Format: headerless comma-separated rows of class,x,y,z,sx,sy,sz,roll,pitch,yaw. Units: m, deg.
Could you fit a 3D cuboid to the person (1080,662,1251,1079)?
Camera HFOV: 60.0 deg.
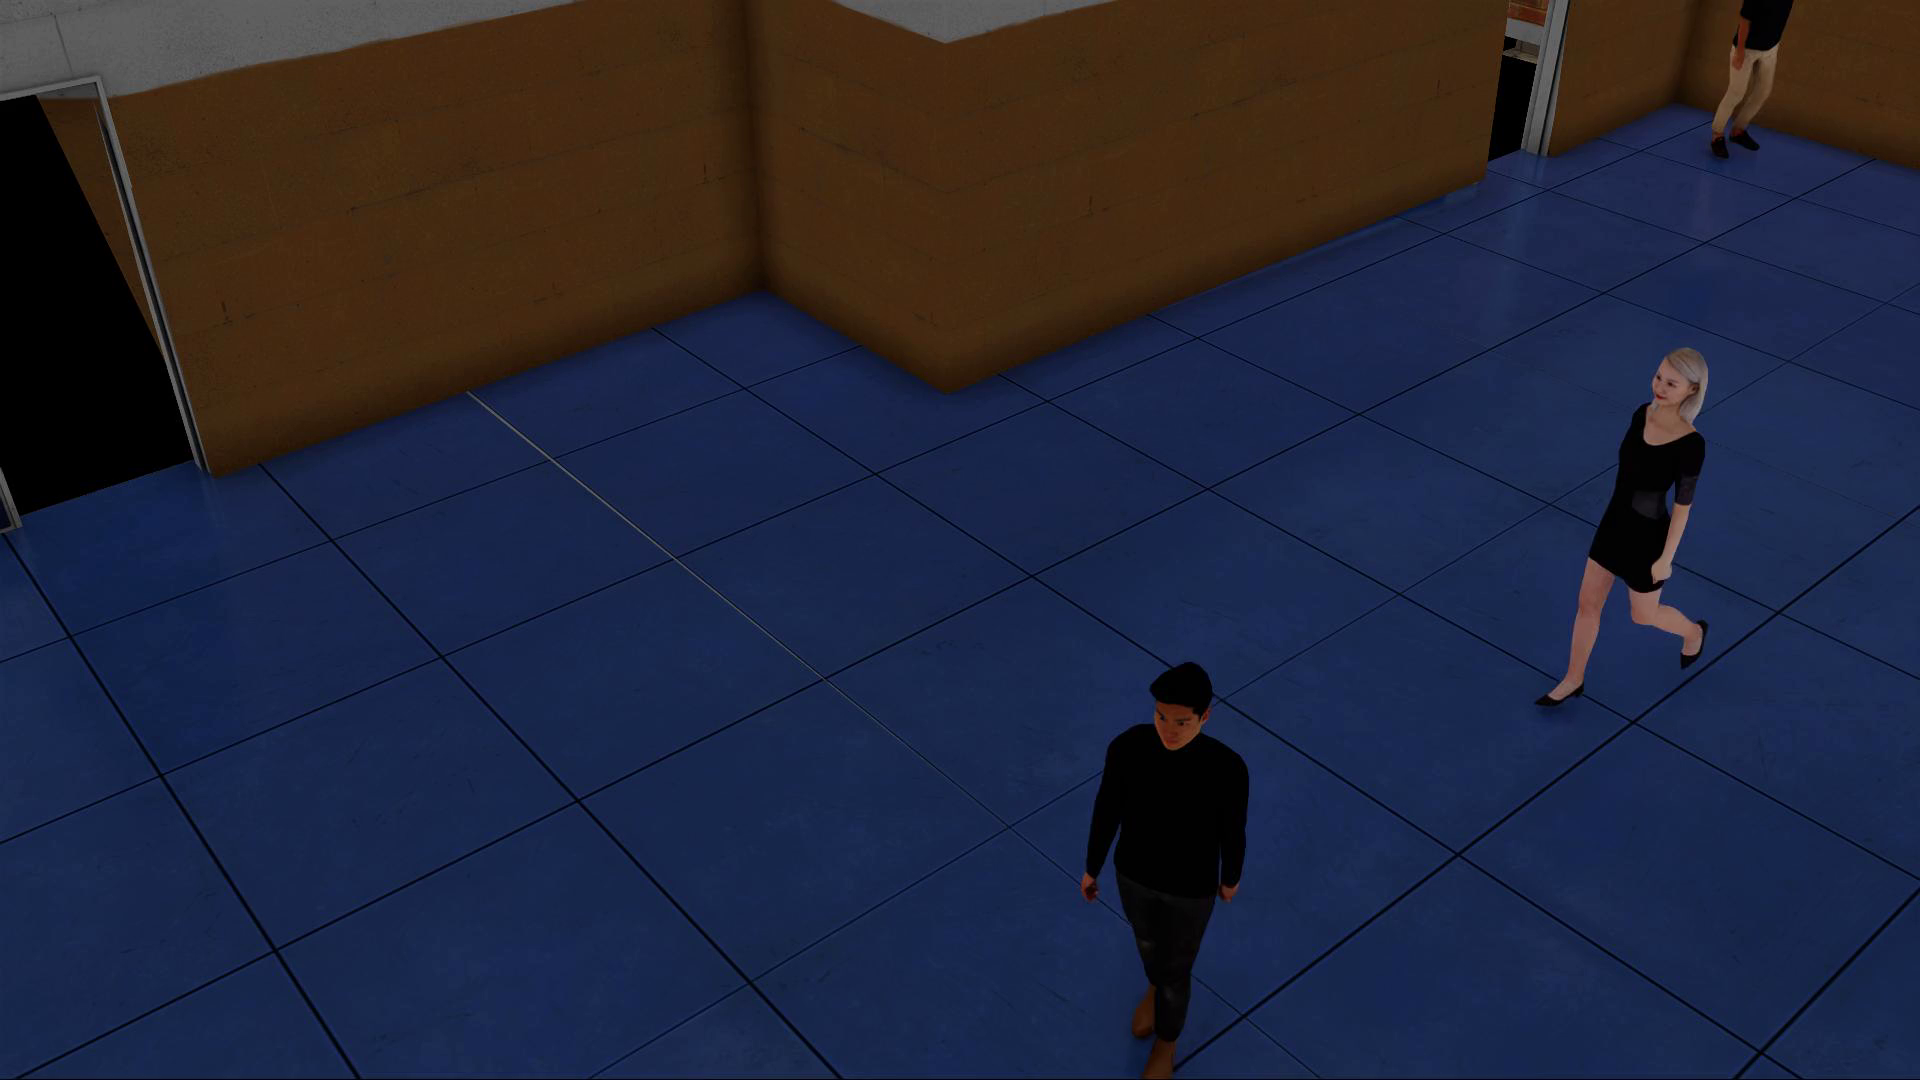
person,0.743,1.076,5.773,0.805,1.709,0.842,19,38,27

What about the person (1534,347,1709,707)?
person,3.069,-0.019,7.330,0.898,1.808,1.090,-11,35,-16

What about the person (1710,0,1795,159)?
person,6.270,-3.912,13.157,0.808,1.811,0.786,-19,38,-26
